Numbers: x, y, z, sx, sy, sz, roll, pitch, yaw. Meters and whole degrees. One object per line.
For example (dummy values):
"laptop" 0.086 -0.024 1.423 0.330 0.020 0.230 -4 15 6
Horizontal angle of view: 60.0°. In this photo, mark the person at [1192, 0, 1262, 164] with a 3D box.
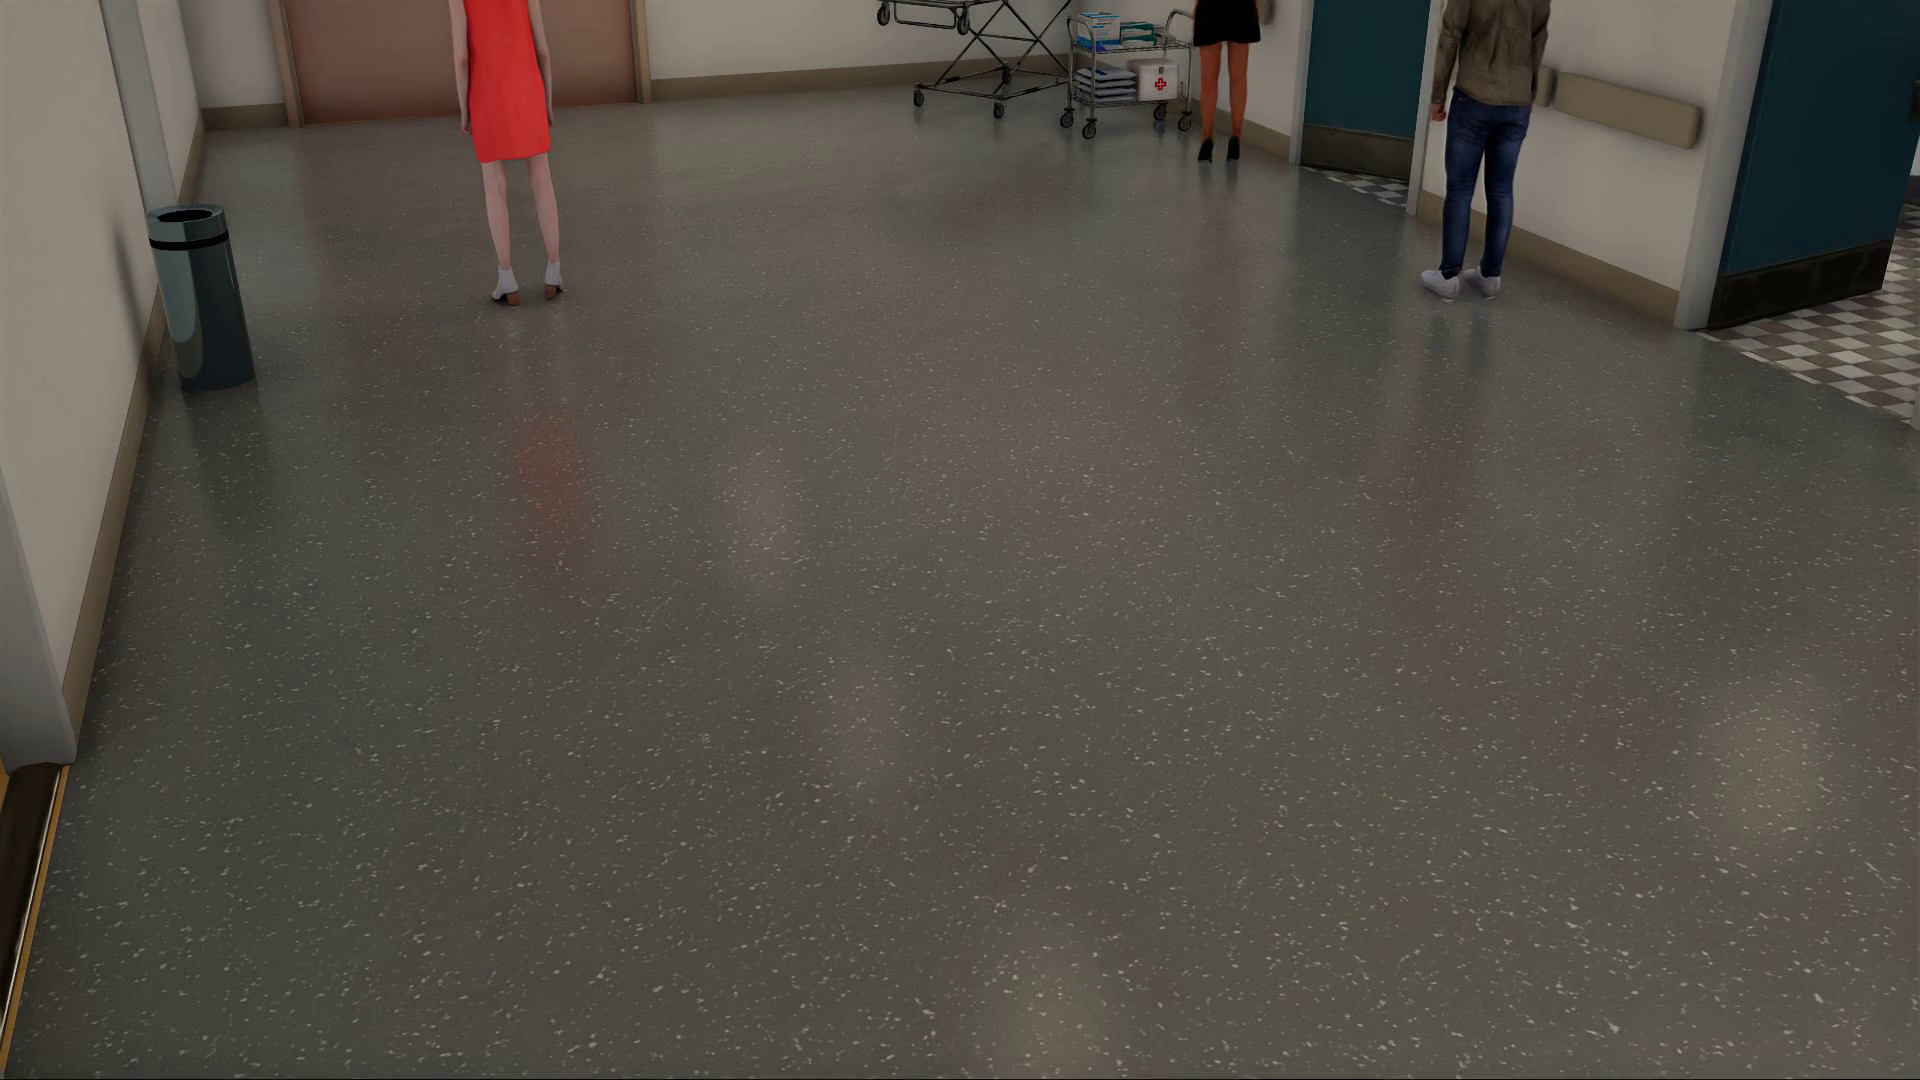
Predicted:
"person" 1.653 -3.288 10.357 0.650 1.833 0.640 0 26 0

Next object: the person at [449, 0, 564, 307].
"person" -2.095 -2.004 7.700 0.609 1.828 0.535 -12 28 -24

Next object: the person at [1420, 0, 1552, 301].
"person" 2.481 -2.054 7.764 0.739 1.864 0.671 -3 26 -6
